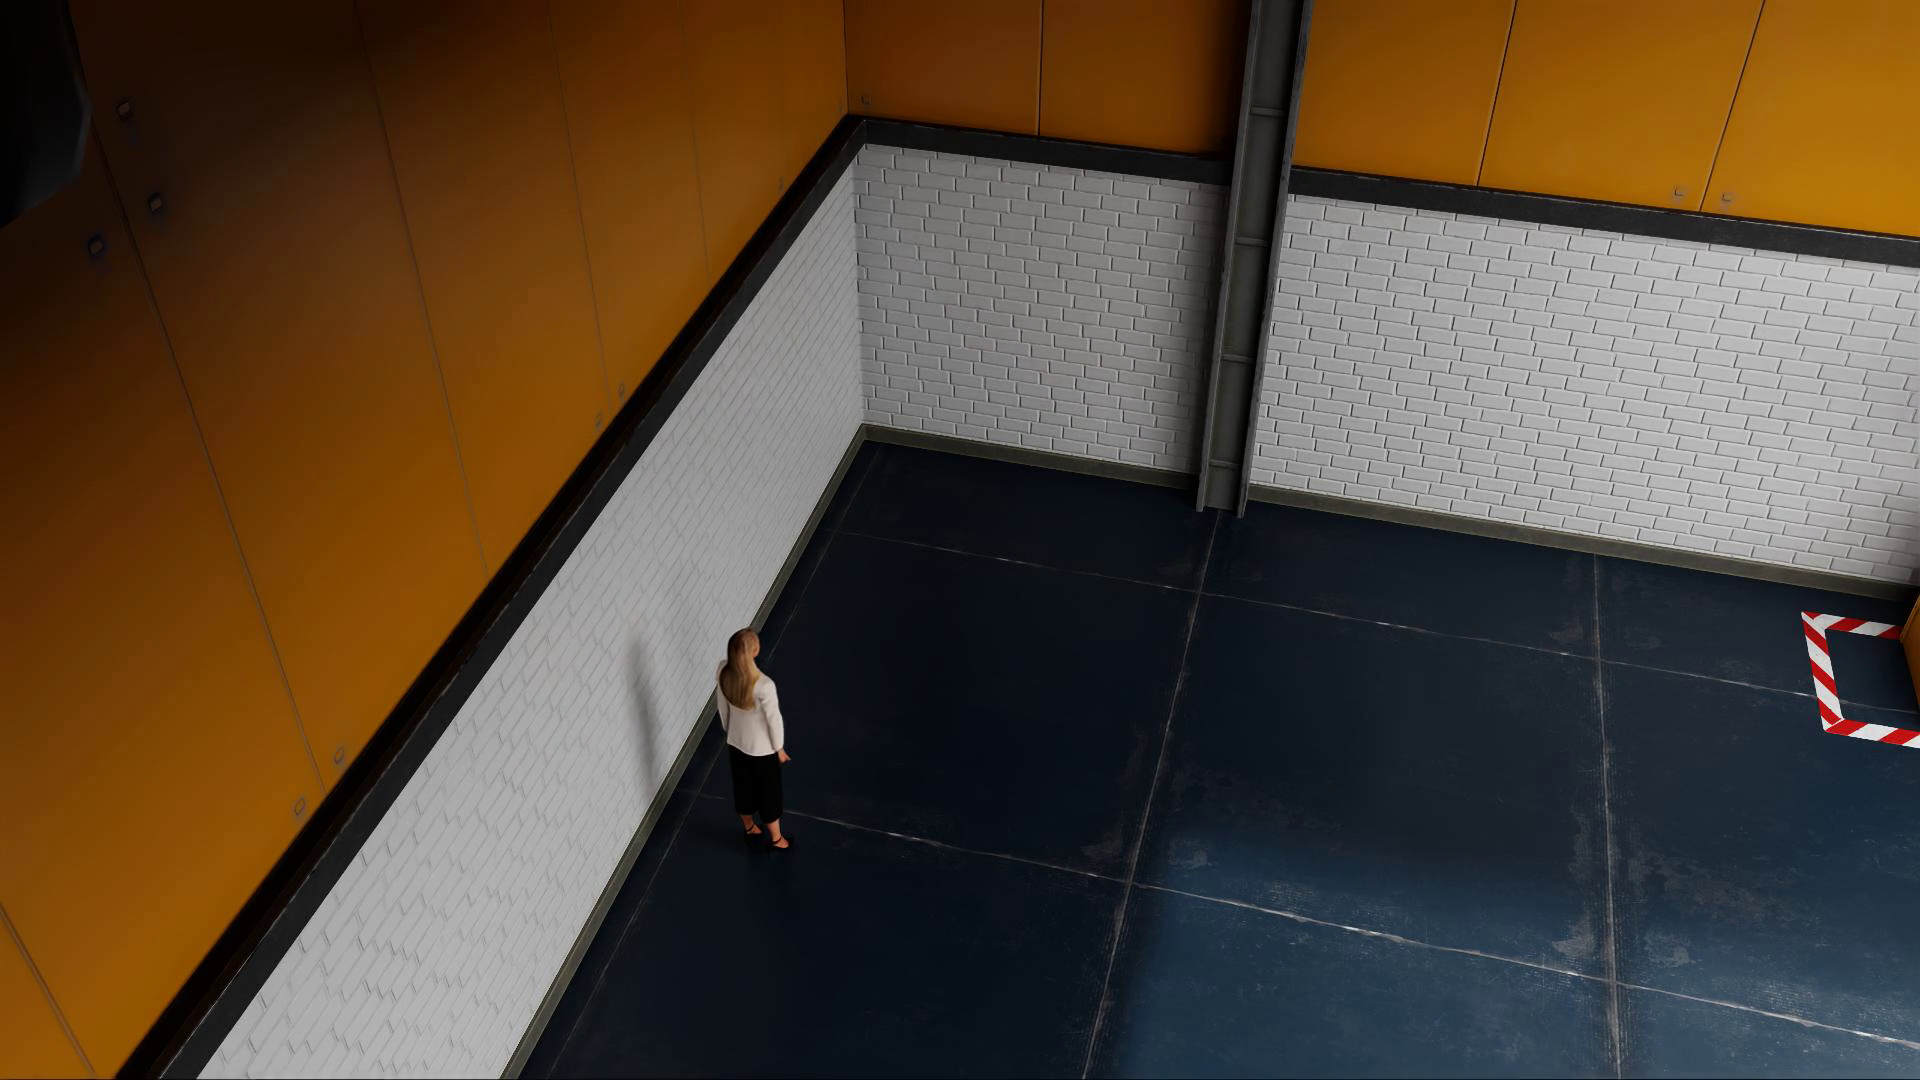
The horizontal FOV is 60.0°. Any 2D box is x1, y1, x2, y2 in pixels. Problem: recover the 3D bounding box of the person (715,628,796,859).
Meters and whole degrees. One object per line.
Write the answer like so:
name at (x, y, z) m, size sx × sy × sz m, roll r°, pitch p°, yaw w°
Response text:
person at (-1.291, 1.283, 10.440) m, size 0.553 × 1.858 × 0.719 m, roll 20°, pitch 43°, yaw 23°
